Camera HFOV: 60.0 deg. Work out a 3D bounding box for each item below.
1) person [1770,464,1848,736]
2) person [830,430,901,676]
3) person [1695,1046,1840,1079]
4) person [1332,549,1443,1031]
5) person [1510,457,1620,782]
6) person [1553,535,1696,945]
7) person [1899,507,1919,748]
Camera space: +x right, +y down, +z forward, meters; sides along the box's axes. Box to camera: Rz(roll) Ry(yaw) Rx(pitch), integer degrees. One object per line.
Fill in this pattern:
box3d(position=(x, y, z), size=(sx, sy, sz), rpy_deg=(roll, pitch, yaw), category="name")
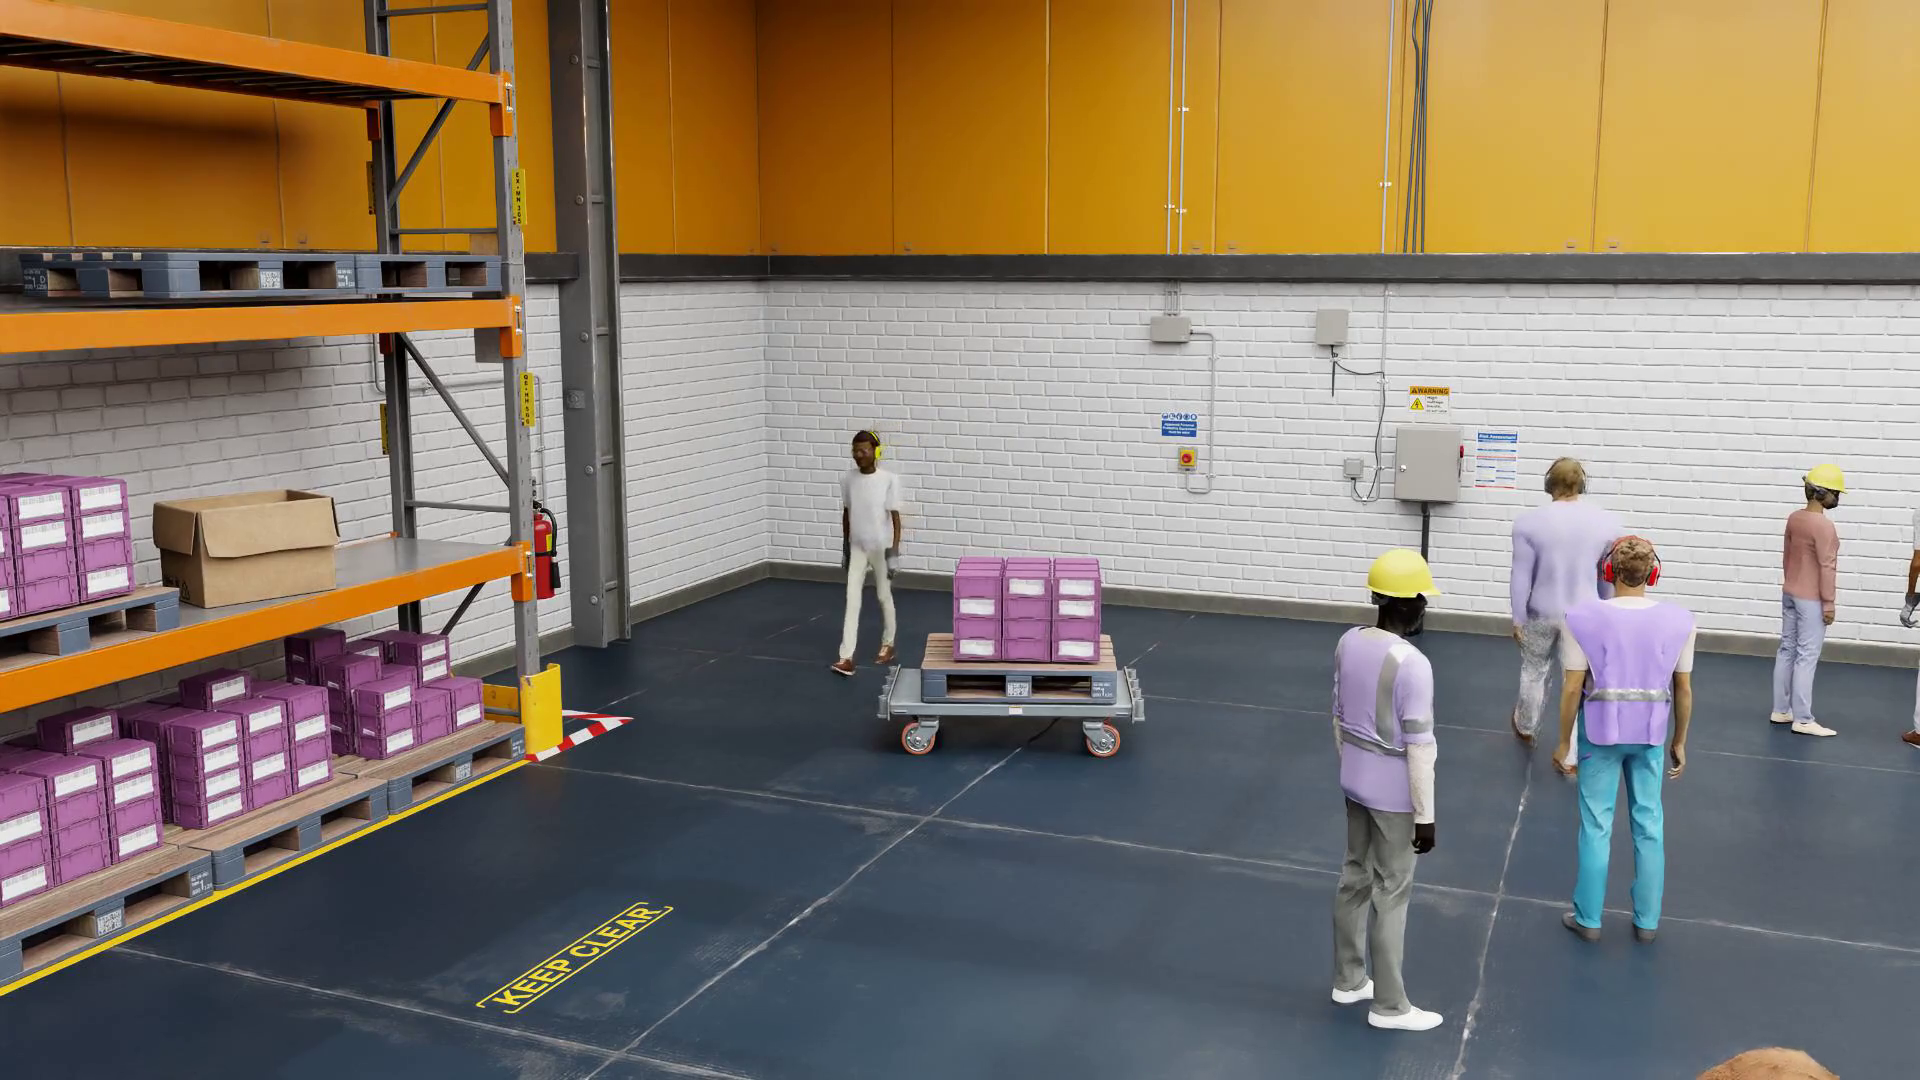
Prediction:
box3d(position=(5.539, 0.384, 10.817), size=(0.328, 1.760, 0.523), rpy_deg=(0, 9, -1), category="person")
box3d(position=(-0.685, 0.092, 12.410), size=(0.548, 1.811, 0.965), rpy_deg=(3, 10, 19), category="person")
box3d(position=(1.410, 1.724, 3.203), size=(0.704, 1.579, 0.551), rpy_deg=(-6, 11, -33), category="person")
box3d(position=(1.708, 0.988, 6.641), size=(0.368, 1.927, 0.587), rpy_deg=(-4, 10, -20), category="person")
box3d(position=(3.633, 0.435, 10.105), size=(0.643, 1.887, 1.014), rpy_deg=(2, 10, 9), category="person")
box3d(position=(2.957, 0.900, 7.419), size=(0.571, 1.843, 0.373), rpy_deg=(1, 9, 5), category="person")
box3d(position=(6.186, 0.396, 10.422), size=(0.513, 1.865, 0.329), rpy_deg=(3, 10, 16), category="person")
